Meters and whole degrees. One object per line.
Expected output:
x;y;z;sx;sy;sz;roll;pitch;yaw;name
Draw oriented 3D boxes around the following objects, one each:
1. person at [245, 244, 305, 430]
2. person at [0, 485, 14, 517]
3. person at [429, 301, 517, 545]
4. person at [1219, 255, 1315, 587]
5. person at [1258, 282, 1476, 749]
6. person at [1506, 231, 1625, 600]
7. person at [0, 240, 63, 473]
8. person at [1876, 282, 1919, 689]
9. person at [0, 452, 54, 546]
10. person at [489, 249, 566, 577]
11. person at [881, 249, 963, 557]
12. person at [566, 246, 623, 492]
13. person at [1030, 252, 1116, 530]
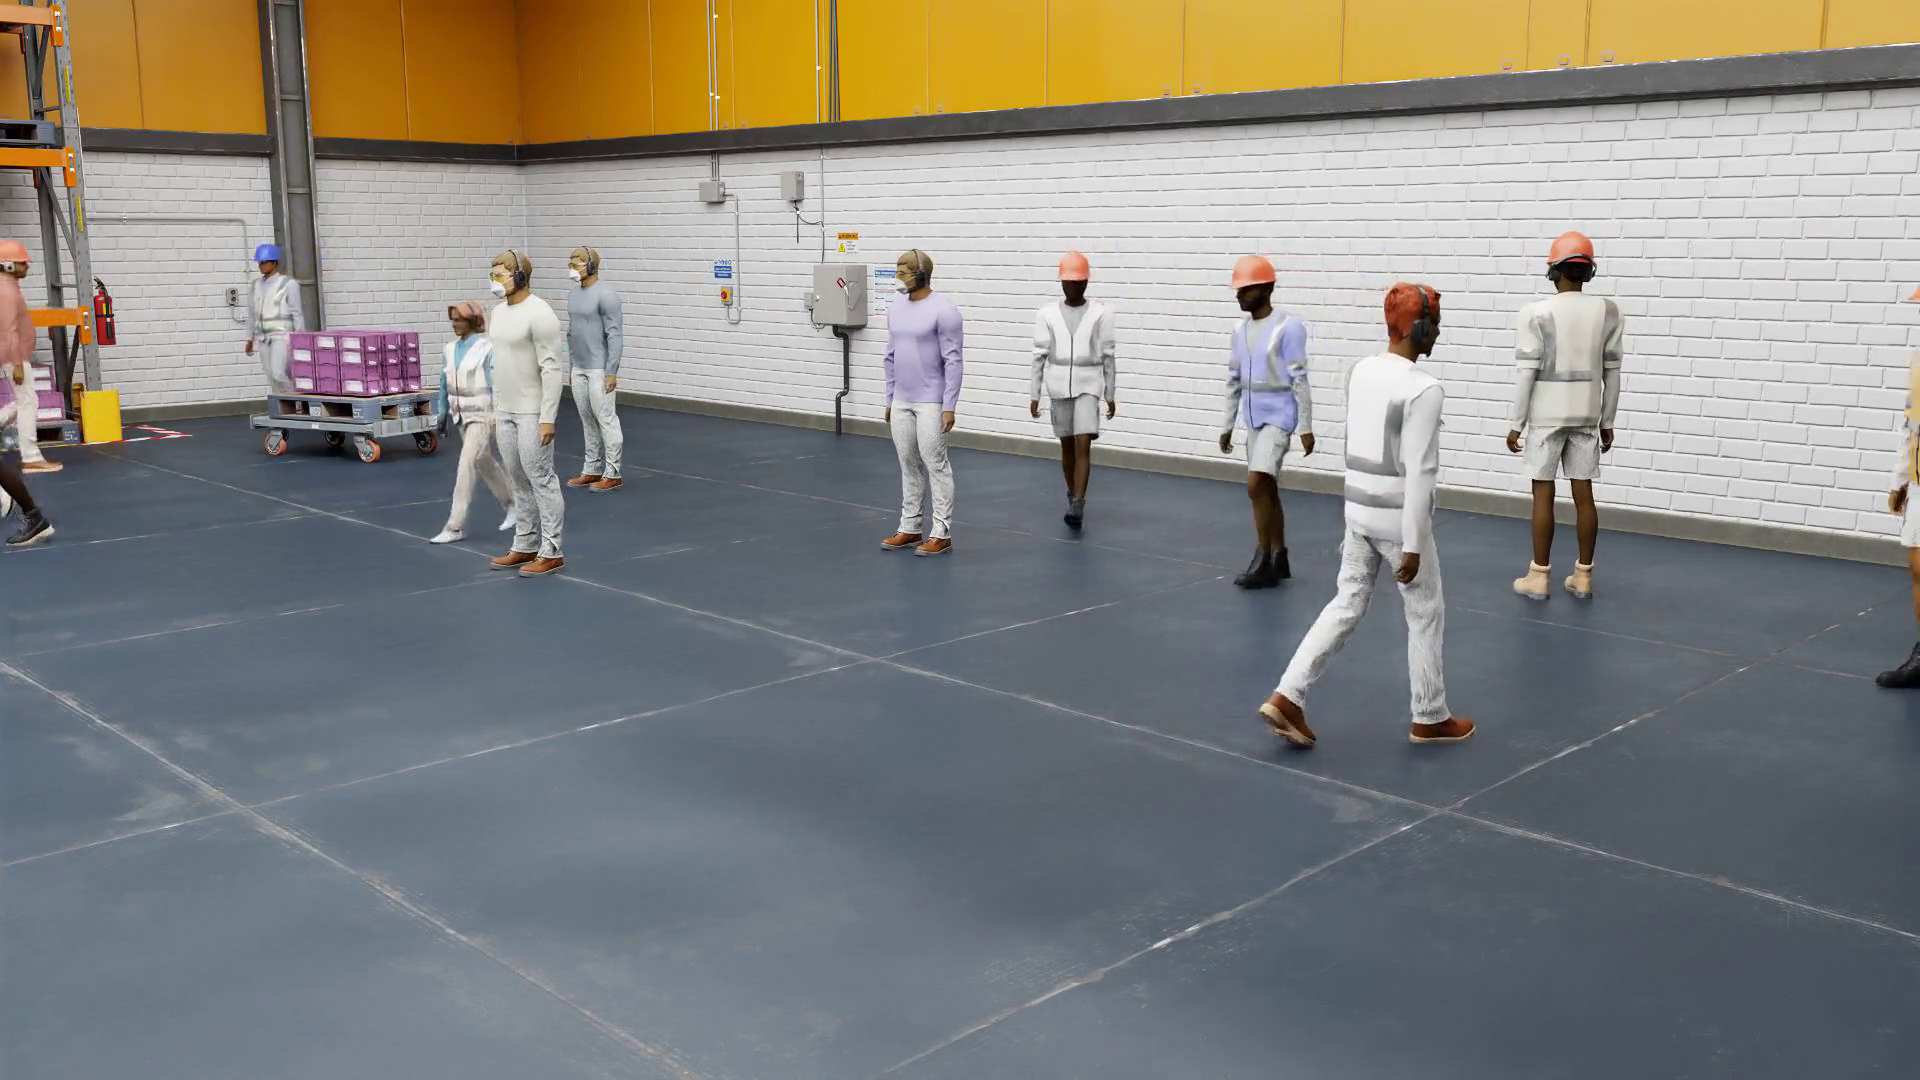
-7.136;-2.098;17.269;0.621;1.928;0.444;5;11;23;person
-6.848;-0.904;11.335;0.550;1.717;0.716;7;13;35;person
-3.251;-0.811;11.176;0.532;1.596;0.862;8;13;36;person
1.718;-0.674;9.592;0.653;1.907;0.579;-6;12;-28;person
1.612;-0.073;6.481;0.919;1.858;0.609;-5;11;-23;person
3.352;-0.687;9.282;0.615;2.041;0.392;-1;10;-6;person
-8.087;-1.541;14.099;0.609;1.980;0.629;-7;13;-34;person
4.312;-0.267;7.309;0.440;1.923;0.561;-1;10;-5;person
-6.389;-0.851;10.577;0.603;1.910;1.063;8;13;37;person
-2.593;-0.749;9.908;0.355;1.937;0.634;-10;14;-44;person
-0.247;-0.866;10.550;0.350;1.935;0.634;-10;14;-44;person
-2.903;-1.349;13.176;0.355;1.937;0.634;-10;14;-44;person
0.760;-1.016;11.476;0.575;1.891;0.949;3;11;14;person
